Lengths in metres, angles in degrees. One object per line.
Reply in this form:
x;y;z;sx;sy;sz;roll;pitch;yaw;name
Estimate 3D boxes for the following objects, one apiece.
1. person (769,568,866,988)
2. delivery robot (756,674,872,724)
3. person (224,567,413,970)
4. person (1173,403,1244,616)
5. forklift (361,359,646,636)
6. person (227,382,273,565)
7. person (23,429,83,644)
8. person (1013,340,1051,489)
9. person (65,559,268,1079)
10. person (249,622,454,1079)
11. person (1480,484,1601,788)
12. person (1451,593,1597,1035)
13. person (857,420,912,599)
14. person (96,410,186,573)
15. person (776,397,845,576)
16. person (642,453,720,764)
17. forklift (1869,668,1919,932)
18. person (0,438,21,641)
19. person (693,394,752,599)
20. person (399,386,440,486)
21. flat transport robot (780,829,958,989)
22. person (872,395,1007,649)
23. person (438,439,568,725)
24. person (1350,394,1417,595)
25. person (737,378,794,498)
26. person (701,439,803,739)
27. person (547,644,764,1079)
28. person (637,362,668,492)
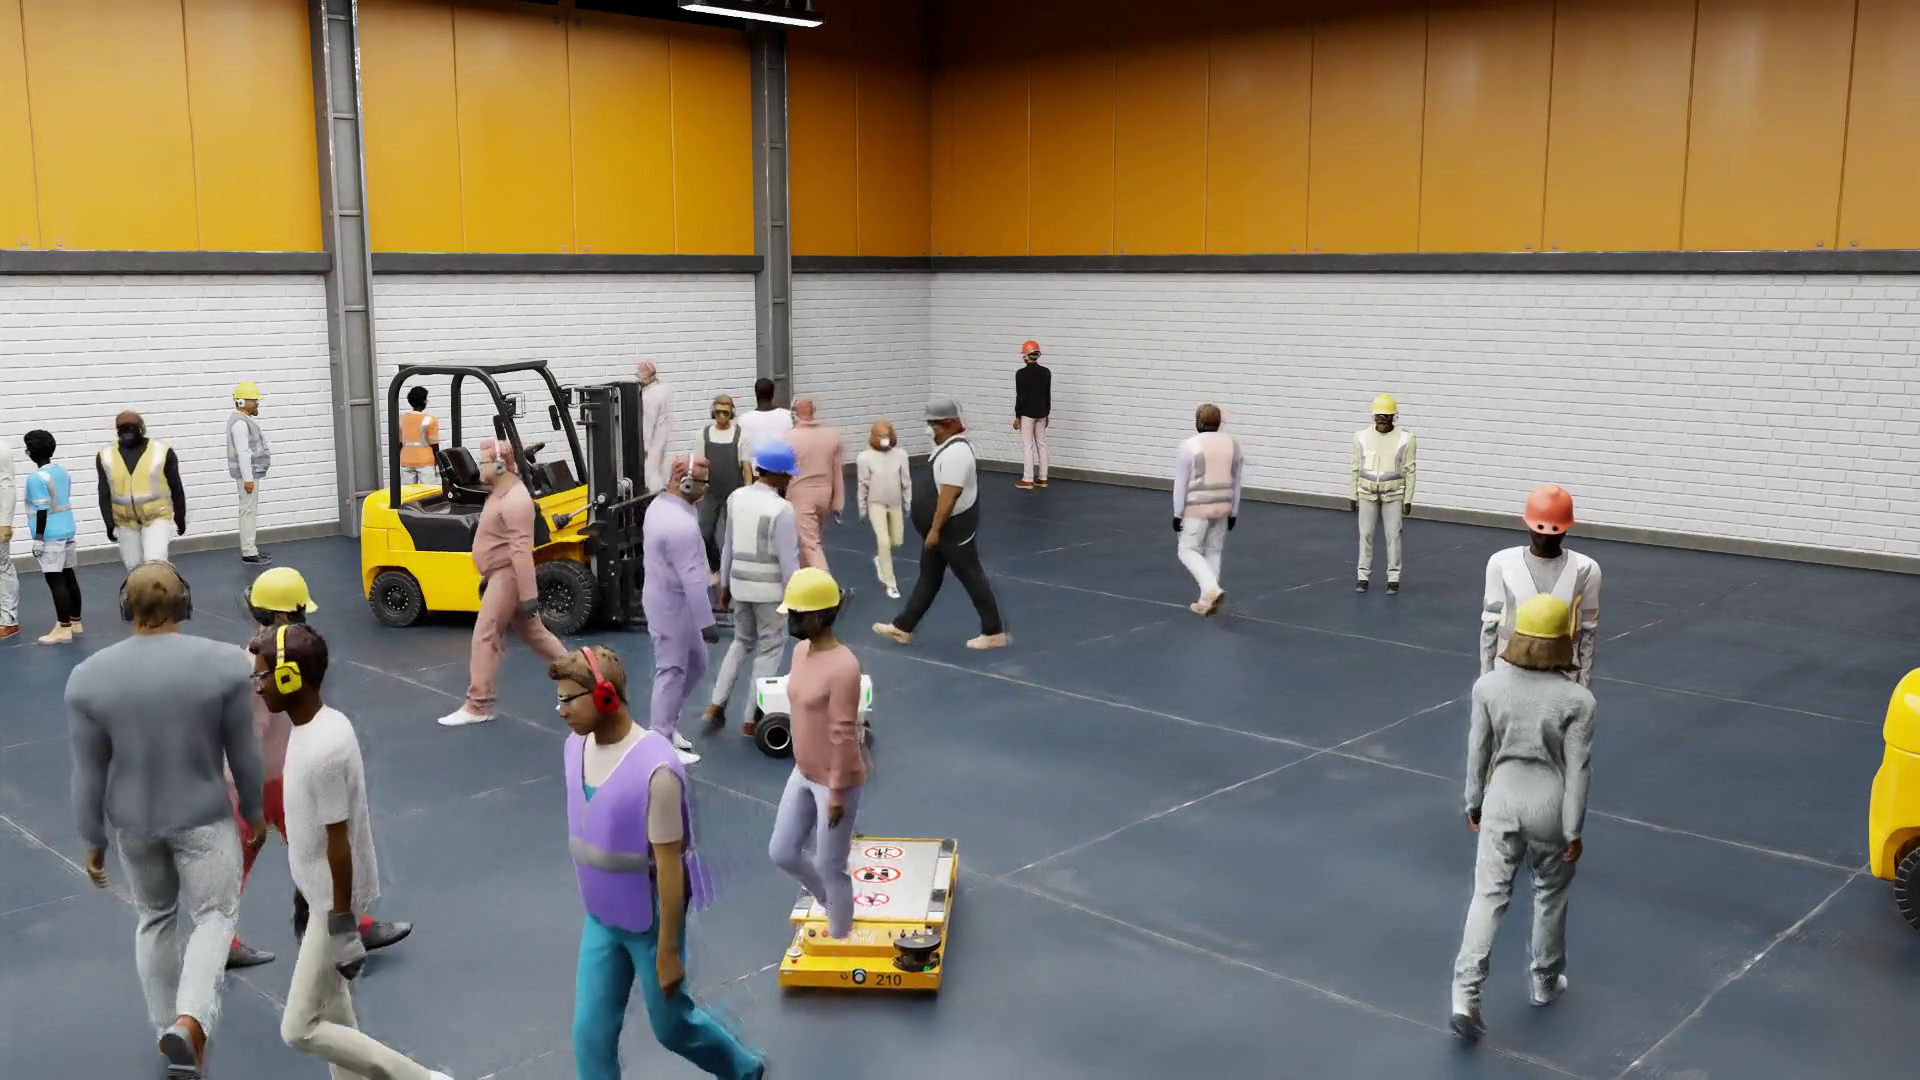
-0.580;0.978;6.811;0.359;1.755;0.525;-6;11;-33;person
-0.896;0.966;10.244;0.707;0.478;0.477;-1;9;-7;delivery robot
-2.791;0.959;7.003;0.884;1.714;0.516;-3;10;-20;person
2.099;-0.233;13.979;0.638;1.831;0.574;-4;10;-24;person
-3.850;-0.407;13.936;2.313;2.155;1.214;2;9;11;forklift
-7.113;-0.670;16.662;0.404;1.828;0.601;-4;10;-22;person
-7.174;-0.031;13.140;0.319;1.698;0.526;-1;9;-6;person
0.960;-1.690;22.411;0.621;1.992;0.396;-8;12;-39;person
-2.847;1.035;5.963;0.636;1.922;0.774;-2;9;-11;person
-1.996;1.170;5.367;0.477;1.842;0.522;-4;10;-23;person
2.806;0.680;8.088;0.542;1.928;0.377;2;10;14;person
2.180;1.055;6.458;0.495;1.713;0.837;7;12;37;person
-0.703;-0.302;15.083;0.524;1.603;0.653;-4;10;-25;person
-6.766;-0.190;13.805;0.637;1.816;0.775;-2;9;-10;person
-1.316;-0.311;14.451;0.650;1.850;1.027;-7;12;-37;person
-1.661;0.421;9.832;0.490;1.880;0.671;-3;10;-15;person
5.205;0.723;7.013;2.313;2.155;1.214;9;13;43;forklift
-7.765;-0.160;13.216;0.629;1.937;0.379;4;10;22;person
-2.138;-0.398;14.979;0.536;1.832;0.514;0;9;-1;person
-5.846;-0.817;18.004;0.521;1.690;0.318;3;10;16;person
-0.370;1.614;7.430;0.652;0.197;1.431;1;9;3;flat transport robot
-0.116;-0.164;12.916;1.042;2.000;0.700;-2;9;-9;person
-2.909;0.257;10.903;0.991;1.865;0.628;-3;10;-16;person
3.834;-0.416;15.128;0.592;1.826;0.403;4;10;25;person
-1.895;-0.629;16.195;0.637;1.892;0.723;-3;10;-19;person
-1.287;0.316;10.407;0.711;1.904;0.504;9;13;44;person
-0.993;1.197;5.353;0.586;1.799;0.876;9;13;43;person
-3.624;-1.151;19.501;0.405;1.877;0.735;0;9;-1;person
